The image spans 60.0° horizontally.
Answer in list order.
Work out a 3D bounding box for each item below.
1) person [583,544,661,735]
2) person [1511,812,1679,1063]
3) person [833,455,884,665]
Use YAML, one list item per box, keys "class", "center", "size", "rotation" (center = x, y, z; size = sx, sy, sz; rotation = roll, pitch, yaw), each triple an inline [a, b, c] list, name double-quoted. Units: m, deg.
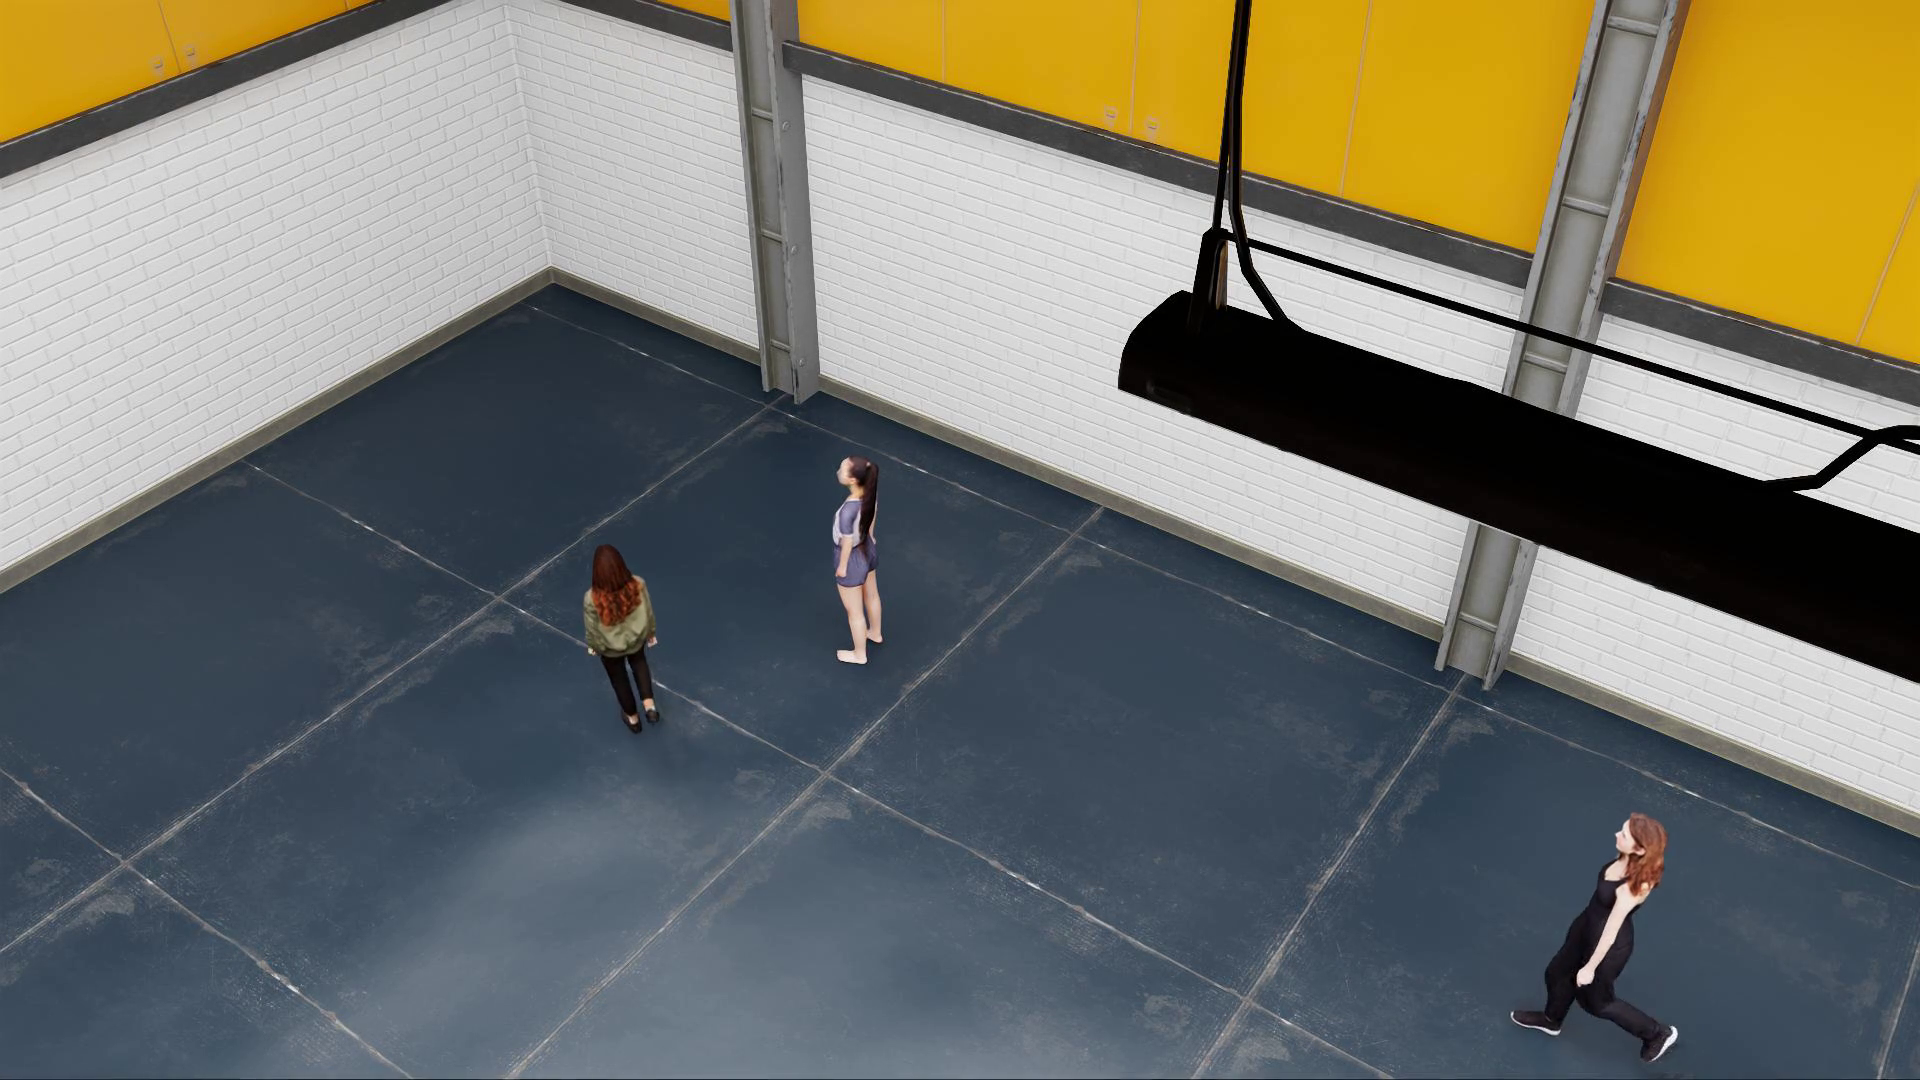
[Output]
- class: "person"
  center: [-2.100, 0.675, 10.451]
  size: [0.685, 1.469, 0.700]
  rotation: [-20, 43, -24]
- class: "person"
  center: [3.386, 2.074, 8.494]
  size: [1.101, 1.726, 0.838]
  rotation: [9, 39, 11]
- class: "person"
  center: [-0.671, 0.118, 11.006]
  size: [0.595, 1.647, 0.636]
  rotation: [16, 41, 19]
